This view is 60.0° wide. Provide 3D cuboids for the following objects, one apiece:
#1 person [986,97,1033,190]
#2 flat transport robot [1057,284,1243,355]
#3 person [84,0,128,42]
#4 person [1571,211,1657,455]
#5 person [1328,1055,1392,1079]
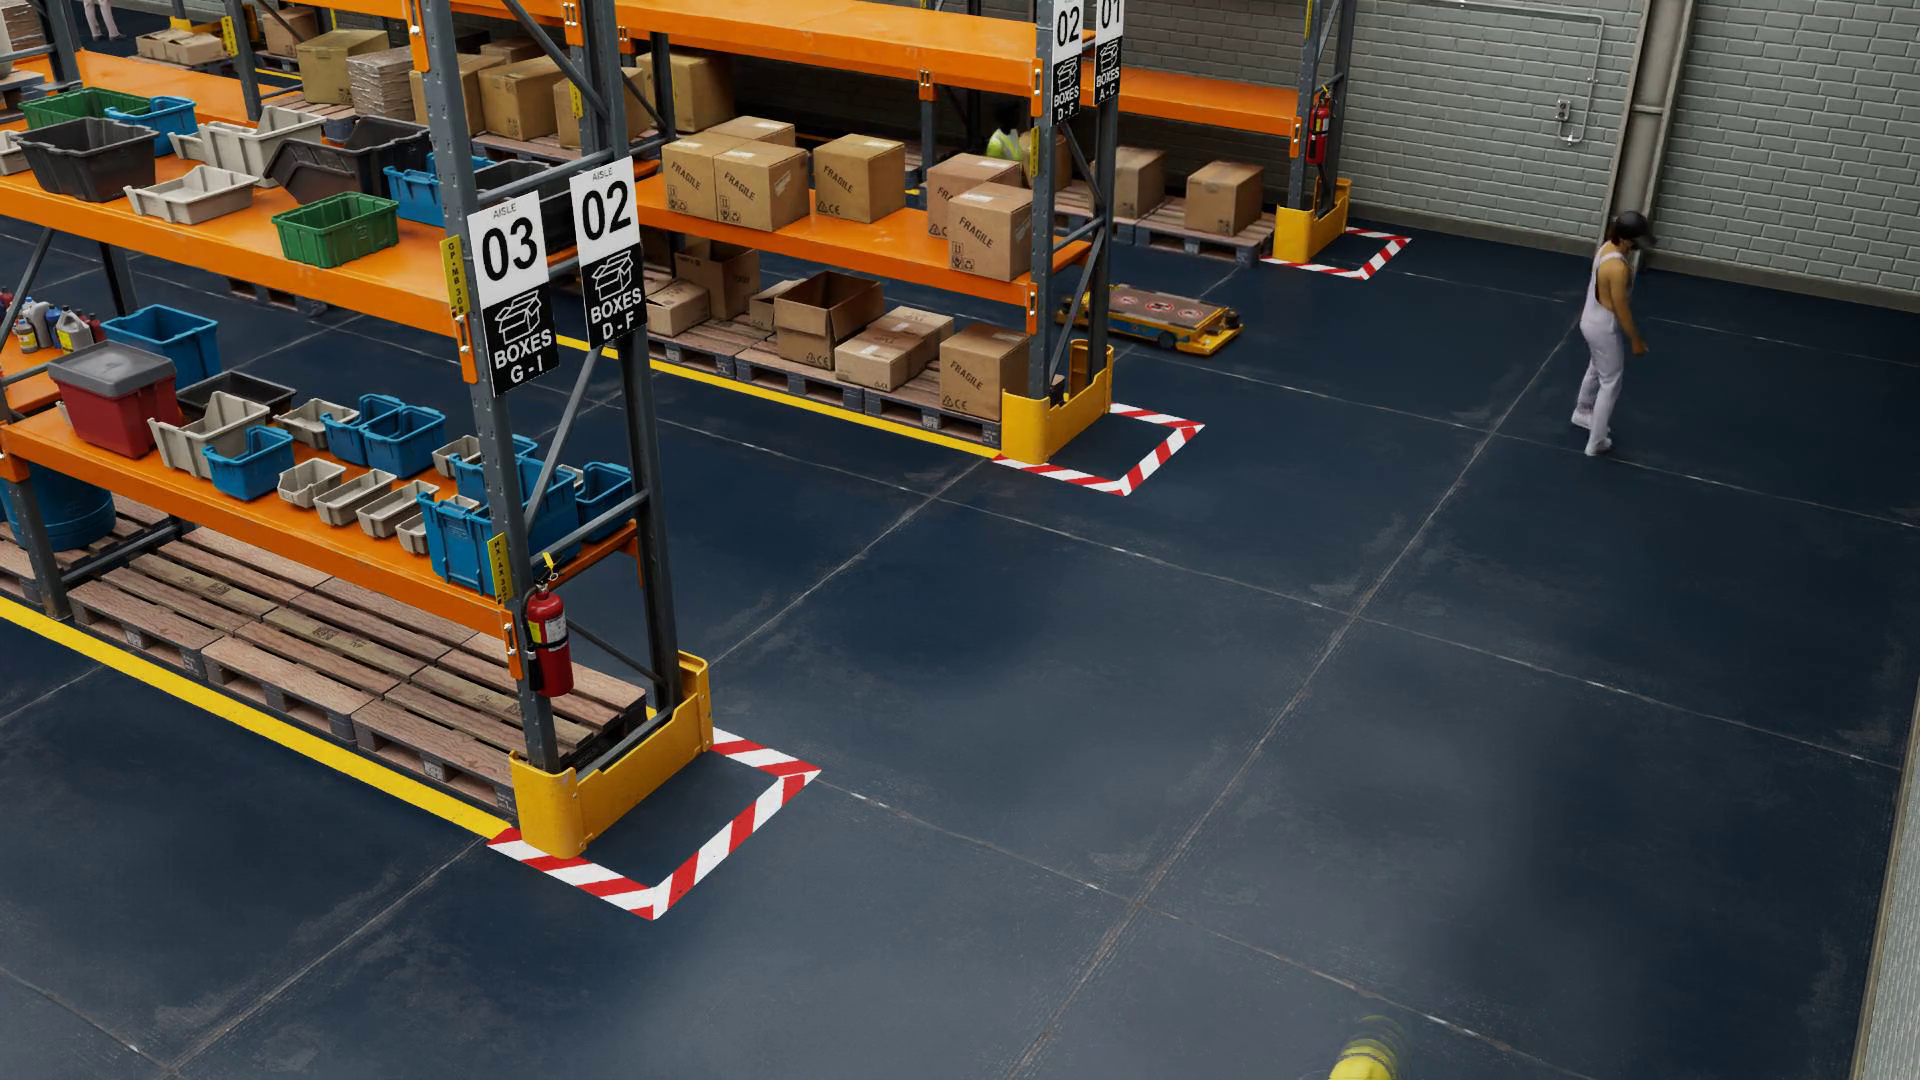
[{"bbox_3d":[0.411,-3.100,14.775,0.794,1.668,0.538,8,30,15],"label":"person"},{"bbox_3d":[1.595,-1.875,13.997,1.431,0.231,0.659,17,34,28],"label":"flat transport robot"},{"bbox_3d":[-12.135,-7.893,23.184,0.563,1.839,0.394,4,29,7],"label":"person"},{"bbox_3d":[4.593,-1.496,11.742,0.417,1.804,0.662,3,29,5],"label":"person"},{"bbox_3d":[1.206,2.198,5.186,0.517,1.727,0.826,8,30,13],"label":"person"}]
